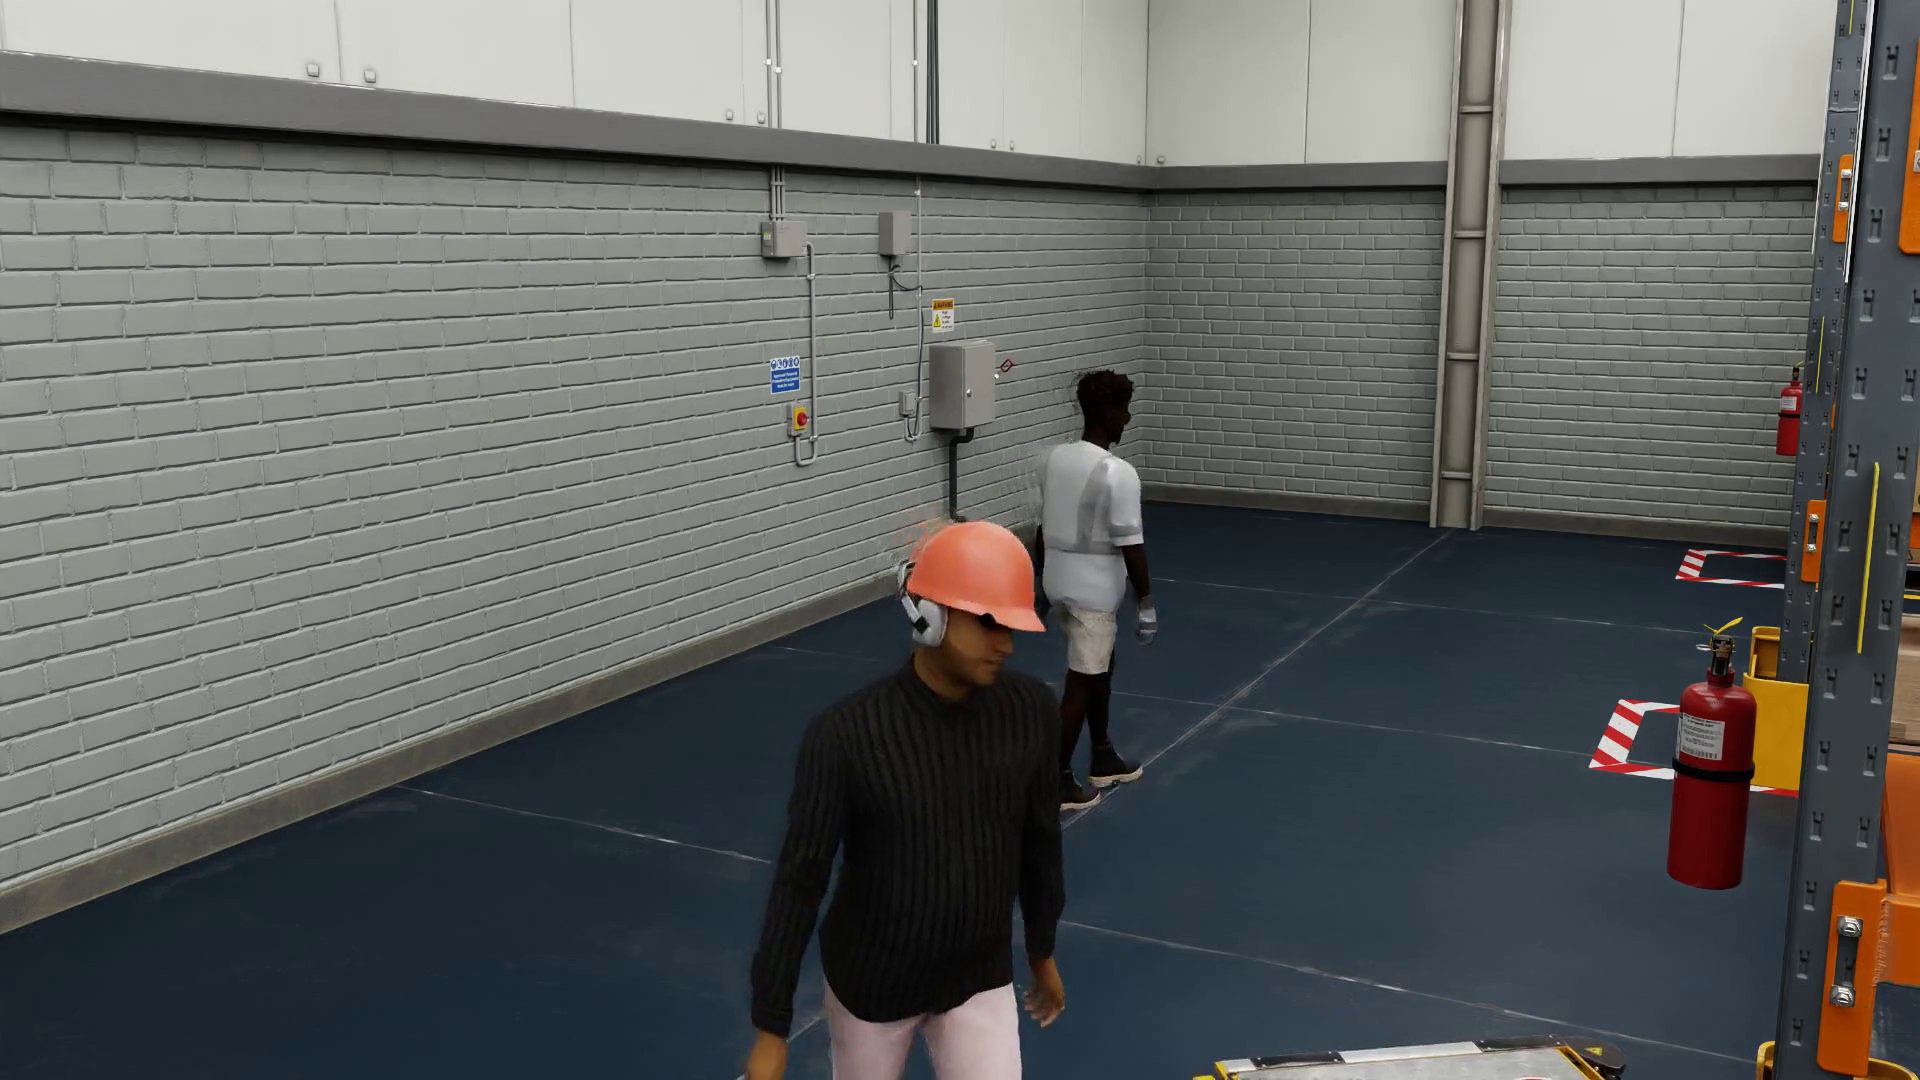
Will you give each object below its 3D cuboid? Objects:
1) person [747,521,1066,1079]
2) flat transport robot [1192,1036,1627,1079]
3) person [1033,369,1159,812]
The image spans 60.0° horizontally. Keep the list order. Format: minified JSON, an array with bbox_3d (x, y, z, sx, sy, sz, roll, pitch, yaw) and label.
[{"bbox_3d":[-0.070,0.933,3.404,0.767,1.934,0.946,-5,11,-25],"label":"person"},{"bbox_3d":[1.202,1.590,4.403,1.431,0.197,0.652,-2,11,-9],"label":"flat transport robot"},{"bbox_3d":[0.659,0.215,7.327,0.793,1.934,0.645,-6,12,-31],"label":"person"}]
